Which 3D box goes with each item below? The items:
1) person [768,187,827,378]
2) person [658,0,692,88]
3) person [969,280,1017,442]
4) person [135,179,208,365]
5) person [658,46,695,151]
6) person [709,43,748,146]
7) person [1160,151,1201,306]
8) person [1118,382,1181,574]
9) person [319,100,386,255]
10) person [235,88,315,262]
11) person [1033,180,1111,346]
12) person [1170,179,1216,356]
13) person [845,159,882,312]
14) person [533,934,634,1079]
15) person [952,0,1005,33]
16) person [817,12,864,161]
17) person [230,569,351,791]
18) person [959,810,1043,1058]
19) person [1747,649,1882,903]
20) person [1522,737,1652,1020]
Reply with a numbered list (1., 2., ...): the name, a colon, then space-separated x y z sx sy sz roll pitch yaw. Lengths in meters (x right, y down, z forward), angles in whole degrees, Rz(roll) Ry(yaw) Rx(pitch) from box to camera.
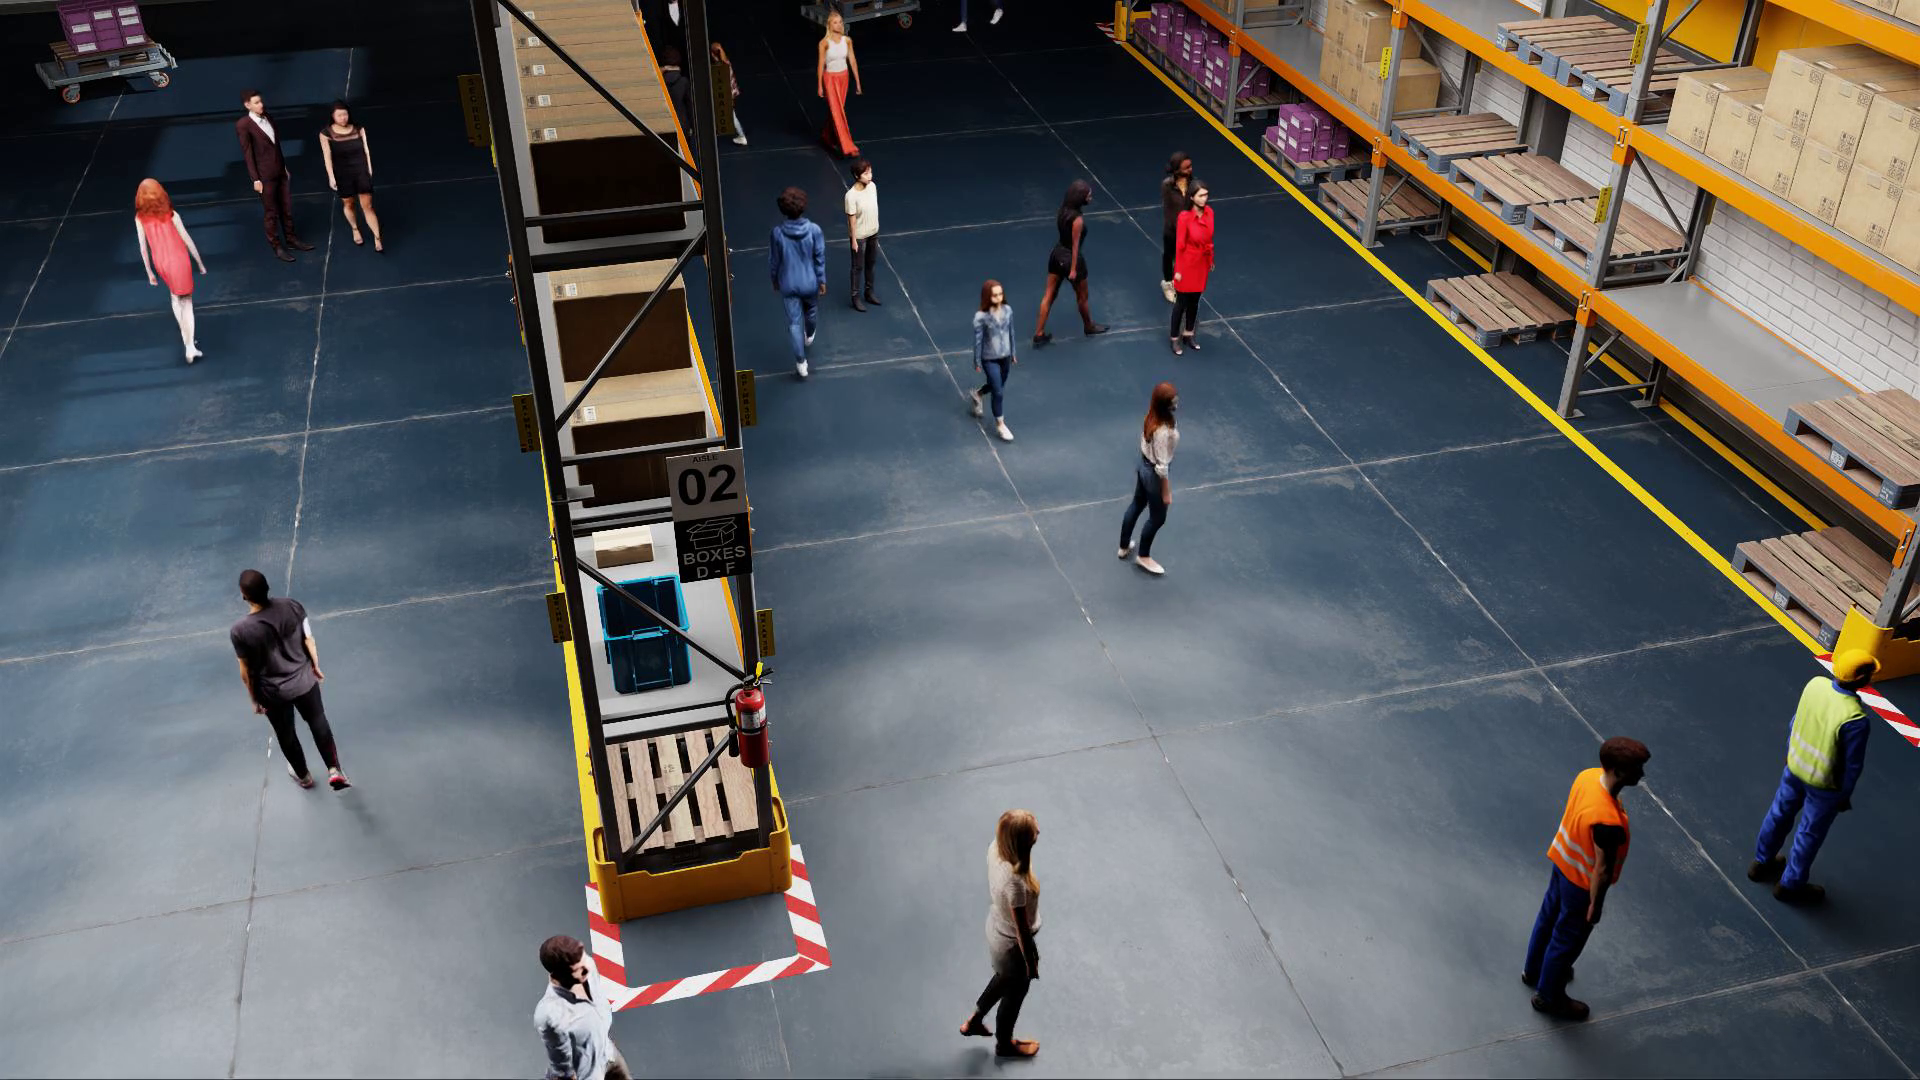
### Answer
1. person: -1.515 -2.391 15.653 0.794 1.769 1.164 -4 34 -6
2. person: -3.710 -6.554 22.040 0.788 1.634 1.143 -5 34 -7
3. person: 0.279 -1.647 14.816 0.782 1.457 1.001 -22 39 -29
4. person: -7.498 -2.513 15.801 0.686 1.810 0.739 1 34 2
5. person: -3.311 -4.782 19.287 0.608 1.730 1.062 -8 35 -12
6. person: -2.884 -5.576 20.904 0.939 1.261 0.910 17 37 23
7. person: 2.221 -3.083 16.812 0.977 1.640 0.600 -8 34 -12
8. person: 1.474 -0.518 12.902 0.815 1.695 0.651 -7 34 -10
9. person: -6.665 -3.972 18.108 0.790 1.686 1.032 -16 37 -23
10. person: -7.452 -3.964 17.933 0.840 1.865 0.739 11 35 16
11. person: 0.975 -2.624 16.077 0.837 1.690 1.010 -14 36 -20
12. person: 2.237 -2.644 16.052 0.701 1.749 0.706 -20 39 -28
13. person: -0.981 -3.111 16.904 0.671 1.584 0.646 23 40 31
14. person: -1.910 2.565 8.138 0.885 1.835 0.840 6 34 10
15. person: 0.306 -8.509 24.878 1.027 1.747 1.207 -27 42 -34
16. person: -1.571 -5.620 20.522 0.935 1.758 1.306 -20 39 -28
17. person: -4.270 0.959 10.630 0.867 1.752 1.019 -25 41 -32
18. person: 0.181 2.128 8.814 0.672 1.814 0.615 -9 35 -13
19. person: 5.119 1.383 9.937 0.731 1.812 0.522 -10 35 -15
20. person: 3.433 1.843 9.183 0.805 1.881 0.671 1 34 2
